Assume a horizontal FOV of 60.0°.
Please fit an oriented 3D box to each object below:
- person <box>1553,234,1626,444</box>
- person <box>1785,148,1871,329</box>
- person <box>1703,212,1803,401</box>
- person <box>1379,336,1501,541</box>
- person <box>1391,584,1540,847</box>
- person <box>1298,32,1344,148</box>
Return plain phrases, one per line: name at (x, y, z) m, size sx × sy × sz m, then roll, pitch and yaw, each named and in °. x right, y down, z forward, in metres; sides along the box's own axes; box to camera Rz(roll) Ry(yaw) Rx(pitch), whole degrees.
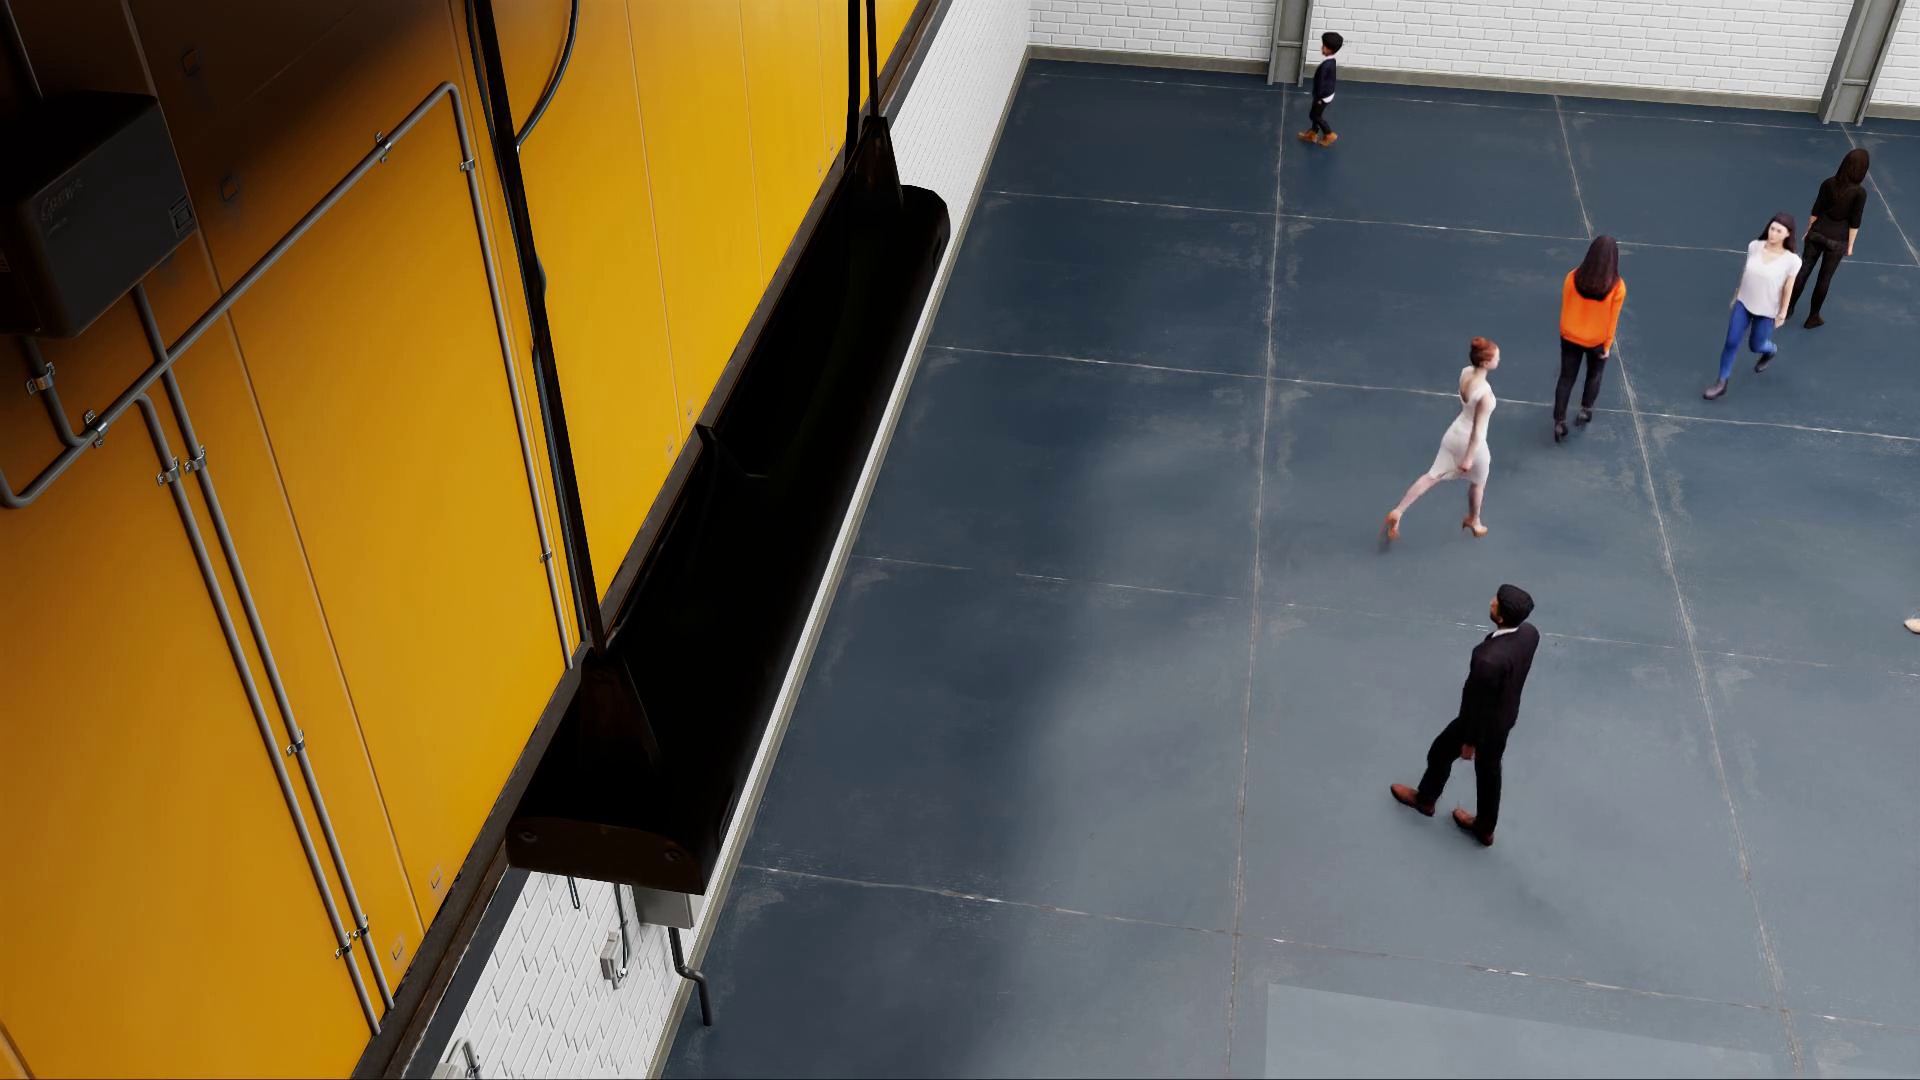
person at (4.824, -1.518, 12.953) m, size 0.831 × 1.727 × 0.858 m, roll 25°, pitch 45°, yaw 28°
person at (7.512, -2.614, 14.393) m, size 0.716 × 1.642 × 0.628 m, roll -30°, pitch 47°, yaw -32°
person at (6.495, -1.891, 13.474) m, size 1.039 × 1.659 × 1.005 m, roll -25°, pitch 45°, yaw -28°
person at (3.488, -0.662, 11.860) m, size 1.172 × 1.754 × 0.836 m, roll -6°, pitch 39°, yaw -8°
person at (3.117, 1.074, 9.601) m, size 1.008 × 1.861 × 1.083 m, roll -29°, pitch 47°, yaw -31°
person at (3.818, -4.682, 17.324) m, size 0.759 × 1.217 × 0.638 m, roll 21°, pitch 43°, yaw 24°
